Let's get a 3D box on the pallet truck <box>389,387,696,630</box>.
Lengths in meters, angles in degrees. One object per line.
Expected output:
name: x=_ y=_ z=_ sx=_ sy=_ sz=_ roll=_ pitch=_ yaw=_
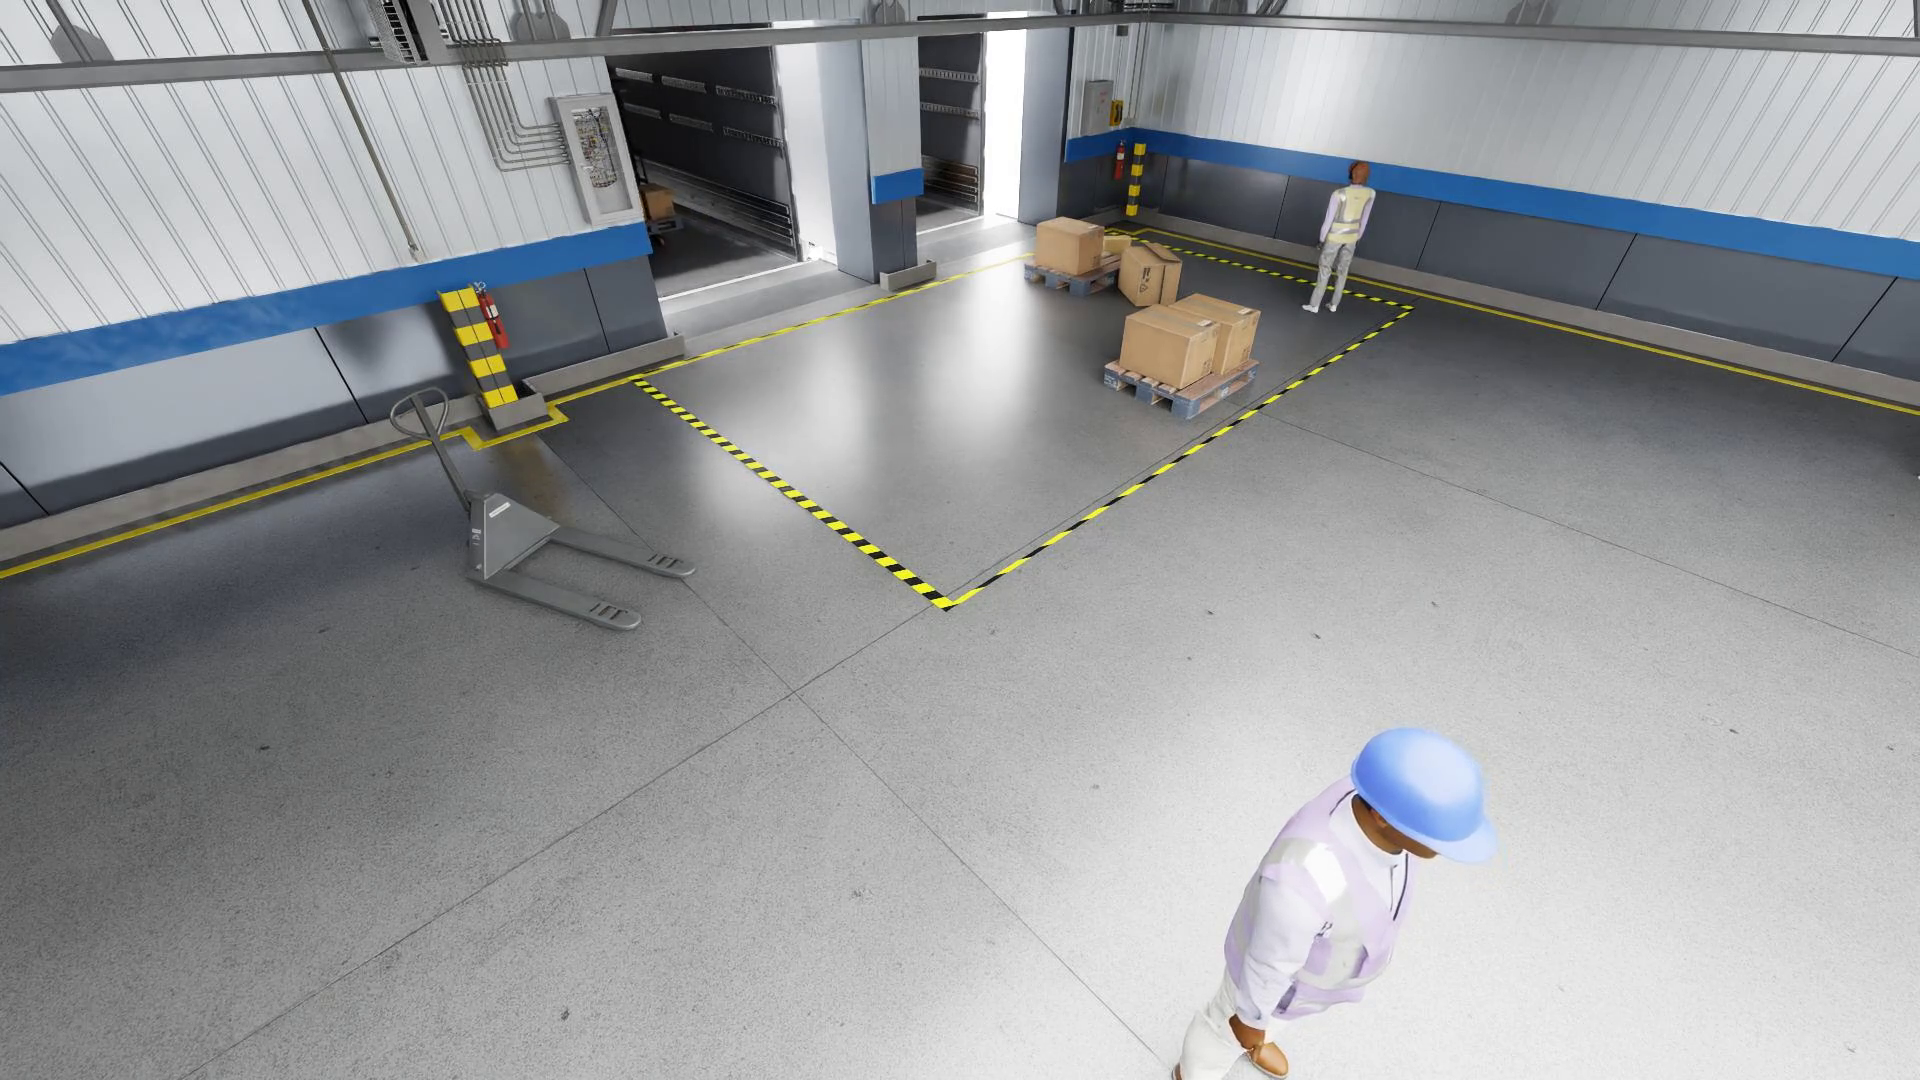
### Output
pallet truck: x=-2.613 y=-0.247 z=4.593 sx=1.601 sy=1.201 sz=0.680 roll=14 pitch=40 yaw=17

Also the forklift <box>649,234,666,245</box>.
forklift: x=-5.242 y=-5.390 z=10.593 sx=0.716 sy=2.013 sz=0.776 roll=-30 pitch=47 yaw=-33

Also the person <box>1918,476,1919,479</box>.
person: x=7.873 y=-1.116 z=5.304 sx=0.484 sy=1.743 sz=0.295 roll=-1 pitch=38 yaw=-1

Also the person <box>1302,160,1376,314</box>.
person: x=4.327 y=-3.412 z=8.357 sx=0.515 sy=1.639 sz=0.312 roll=-3 pitch=38 yaw=-3

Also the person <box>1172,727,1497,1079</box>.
person: x=0.988 y=1.200 z=2.141 sx=0.602 sy=1.949 sz=0.390 roll=-27 pitch=45 yaw=-31
